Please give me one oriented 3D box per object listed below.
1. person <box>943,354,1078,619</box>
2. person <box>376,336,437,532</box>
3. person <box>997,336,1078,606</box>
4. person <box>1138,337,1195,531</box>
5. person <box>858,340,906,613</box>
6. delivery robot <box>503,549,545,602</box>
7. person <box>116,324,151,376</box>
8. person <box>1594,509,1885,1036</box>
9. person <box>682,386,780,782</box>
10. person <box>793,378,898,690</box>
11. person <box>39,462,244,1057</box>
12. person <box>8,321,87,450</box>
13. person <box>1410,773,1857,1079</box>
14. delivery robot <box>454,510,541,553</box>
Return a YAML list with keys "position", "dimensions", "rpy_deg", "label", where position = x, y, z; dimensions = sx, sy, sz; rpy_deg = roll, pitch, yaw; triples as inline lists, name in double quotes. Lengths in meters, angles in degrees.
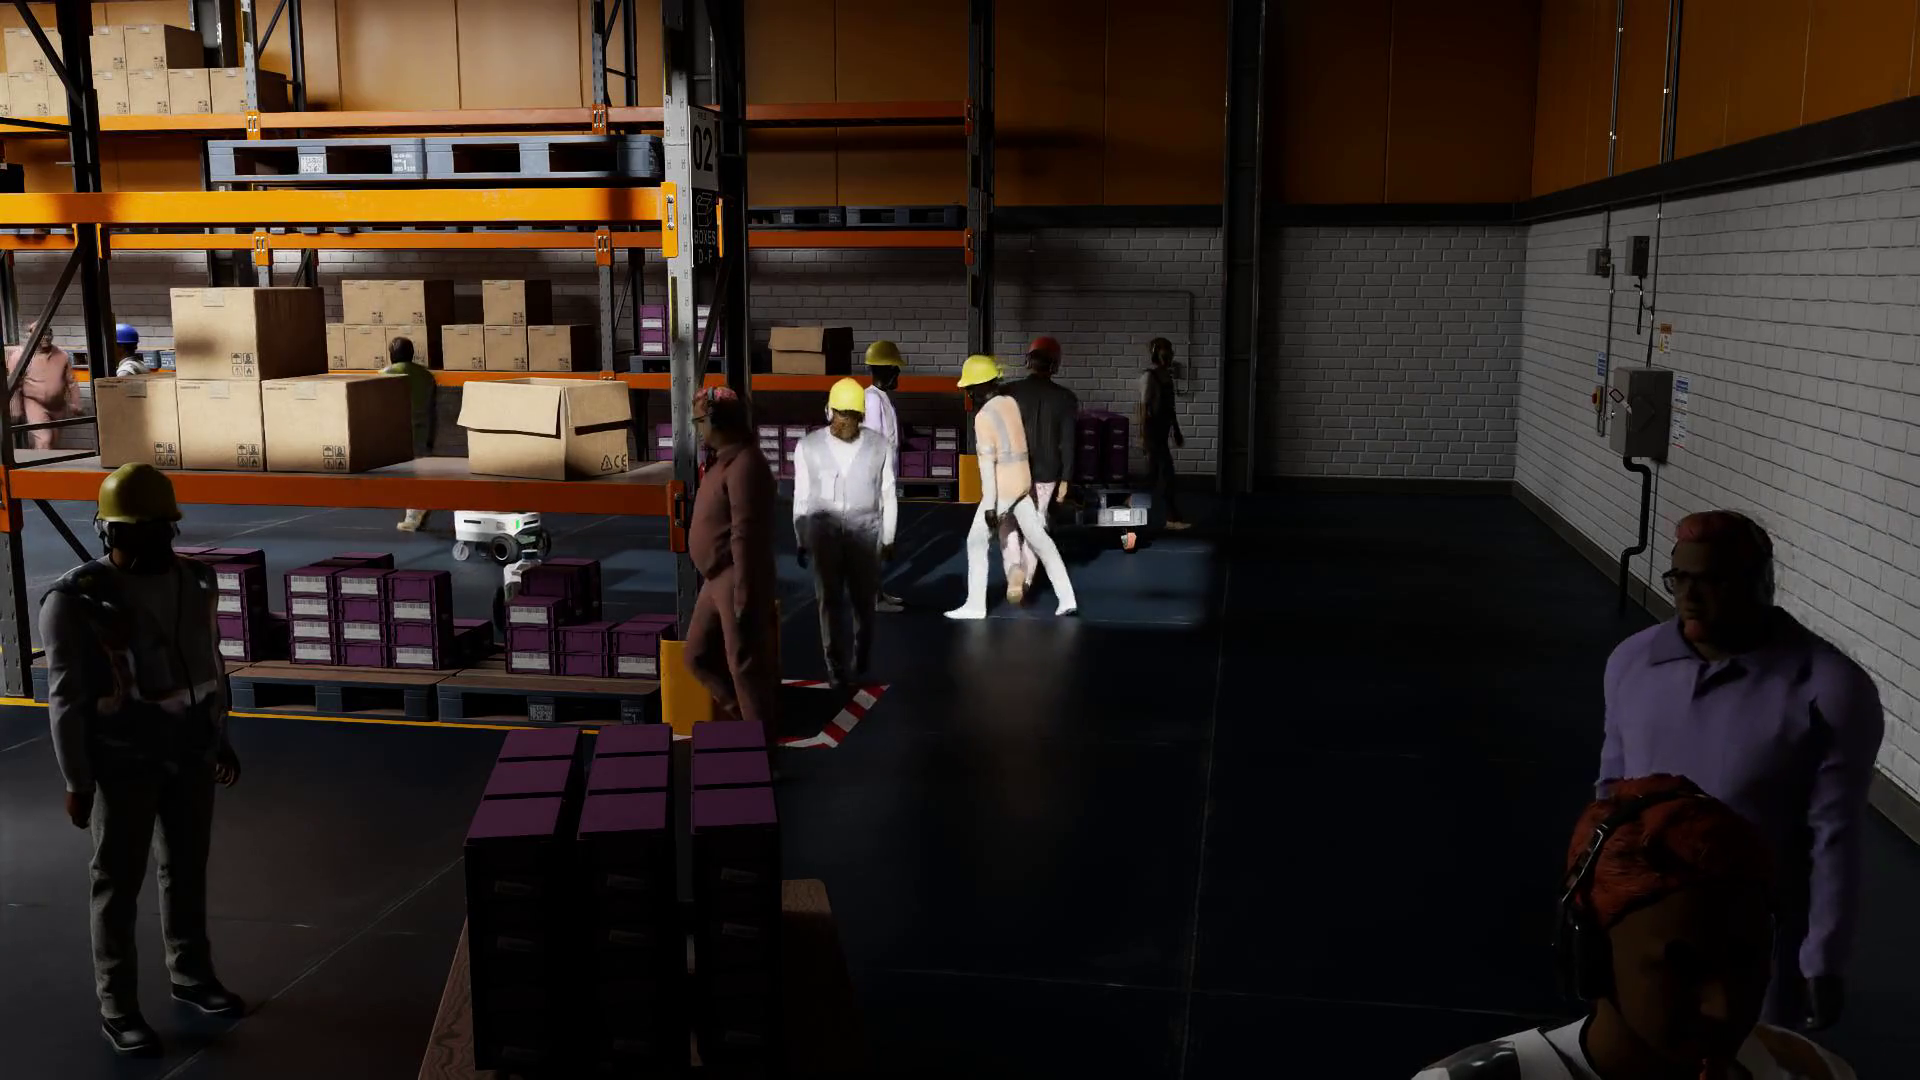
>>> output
- position: [0.392, -0.348, 11.457]
  dimensions: [0.895, 1.860, 0.630]
  rpy_deg: [5, 10, 27]
  label: "person"
- position: [-5.038, -0.948, 15.243]
  dimensions: [0.584, 1.823, 0.641]
  rpy_deg: [6, 11, 33]
  label: "person"
- position: [0.519, -0.468, 11.879]
  dimensions: [0.663, 1.949, 0.681]
  rpy_deg: [-1, 9, -3]
  label: "person"
- position: [1.826, -1.005, 15.644]
  dimensions: [0.834, 1.818, 0.524]
  rpy_deg: [4, 10, 25]
  label: "person"
- position: [-0.566, -0.453, 11.840]
  dimensions: [0.375, 1.929, 0.585]
  rpy_deg: [0, 9, -1]
  label: "person"
- position: [-2.860, 0.307, 11.088]
  dimensions: [0.477, 0.478, 0.707]
  rpy_deg: [-3, 10, -16]
  label: "delivery robot"
- position: [-7.432, -0.965, 14.958]
  dimensions: [0.387, 1.949, 0.602]
  rpy_deg: [-2, 9, -14]
  label: "person"
- position: [1.799, 0.848, 3.899]
  dimensions: [0.651, 1.885, 0.650]
  rpy_deg: [-8, 12, -40]
  label: "person"
- position: [-1.073, 0.222, 7.817]
  dimensions: [0.460, 1.875, 0.735]
  rpy_deg: [-3, 10, -19]
  label: "person"
- position: [-0.663, -0.037, 9.615]
  dimensions: [0.608, 1.813, 0.457]
  rpy_deg: [-1, 9, -5]
  label: "person"
- position: [-2.522, 0.664, 5.209]
  dimensions: [0.403, 1.830, 0.599]
  rpy_deg: [5, 10, 28]
  label: "person"
- position: [-9.787, -1.409, 17.929]
  dimensions: [0.856, 1.872, 0.665]
  rpy_deg: [5, 11, 30]
  label: "person"
- position: [0.725, 1.176, 1.873]
  dimensions: [0.583, 1.882, 0.337]
  rpy_deg: [-2, 9, -14]
  label: "person"
- position: [-3.850, -0.137, 13.840]
  dimensions: [0.707, 0.478, 0.477]
  rpy_deg: [4, 10, 24]
  label: "delivery robot"
